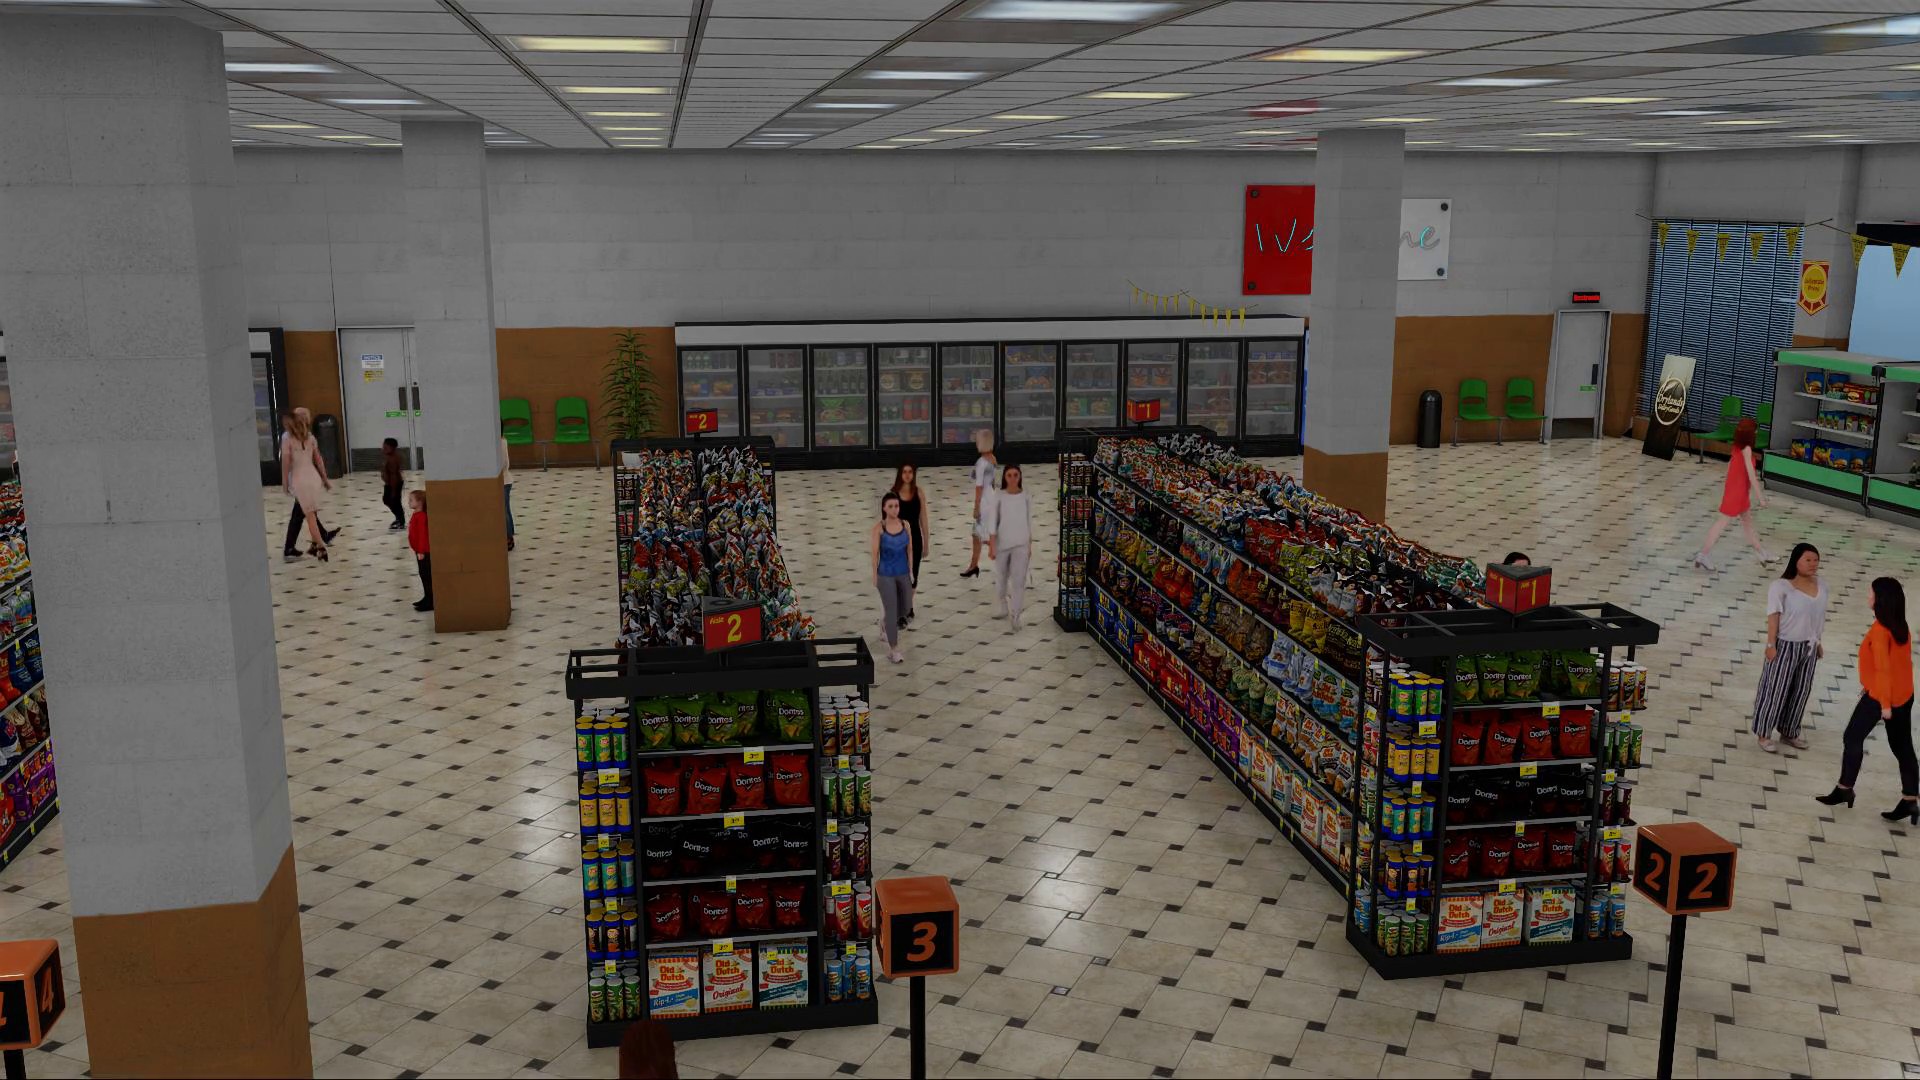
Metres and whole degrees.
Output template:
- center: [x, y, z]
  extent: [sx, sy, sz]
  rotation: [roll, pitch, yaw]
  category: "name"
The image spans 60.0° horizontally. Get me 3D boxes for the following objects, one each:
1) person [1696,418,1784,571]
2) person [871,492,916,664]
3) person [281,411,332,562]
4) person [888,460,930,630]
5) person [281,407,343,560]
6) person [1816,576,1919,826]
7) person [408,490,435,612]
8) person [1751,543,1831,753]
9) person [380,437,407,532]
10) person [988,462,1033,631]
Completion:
- center: [8.828, -0.479, 19.130]
  extent: [0.980, 1.776, 1.189]
  rotation: [3, 12, 12]
  category: "person"
- center: [-0.649, 0.331, 15.715]
  extent: [0.733, 1.596, 0.947]
  rotation: [-6, 13, -27]
  category: "person"
- center: [-7.695, -0.604, 19.693]
  extent: [0.942, 1.787, 0.878]
  rotation: [11, 16, 42]
  category: "person"
- center: [-0.543, 0.040, 16.895]
  extent: [0.627, 1.680, 1.139]
  rotation: [-2, 12, -7]
  category: "person"
- center: [-7.939, -0.650, 19.910]
  extent: [1.154, 1.789, 1.284]
  rotation: [6, 13, 25]
  category: "person"
- center: [6.547, 1.144, 11.568]
  extent: [0.847, 1.715, 0.984]
  rotation: [-10, 15, -39]
  category: "person"
- center: [-5.676, 0.099, 17.580]
  extent: [0.601, 1.282, 0.502]
  rotation: [-7, 14, -28]
  category: "person"
- center: [6.584, 0.832, 13.138]
  extent: [0.681, 1.679, 0.619]
  rotation: [-3, 12, -13]
  category: "person"
- center: [-7.331, -0.726, 21.593]
  extent: [0.683, 1.244, 0.576]
  rotation: [-5, 13, -23]
  category: "person"
- center: [0.506, 0.048, 16.906]
  extent: [0.649, 1.659, 1.068]
  rotation: [-1, 12, -5]
  category: "person"
